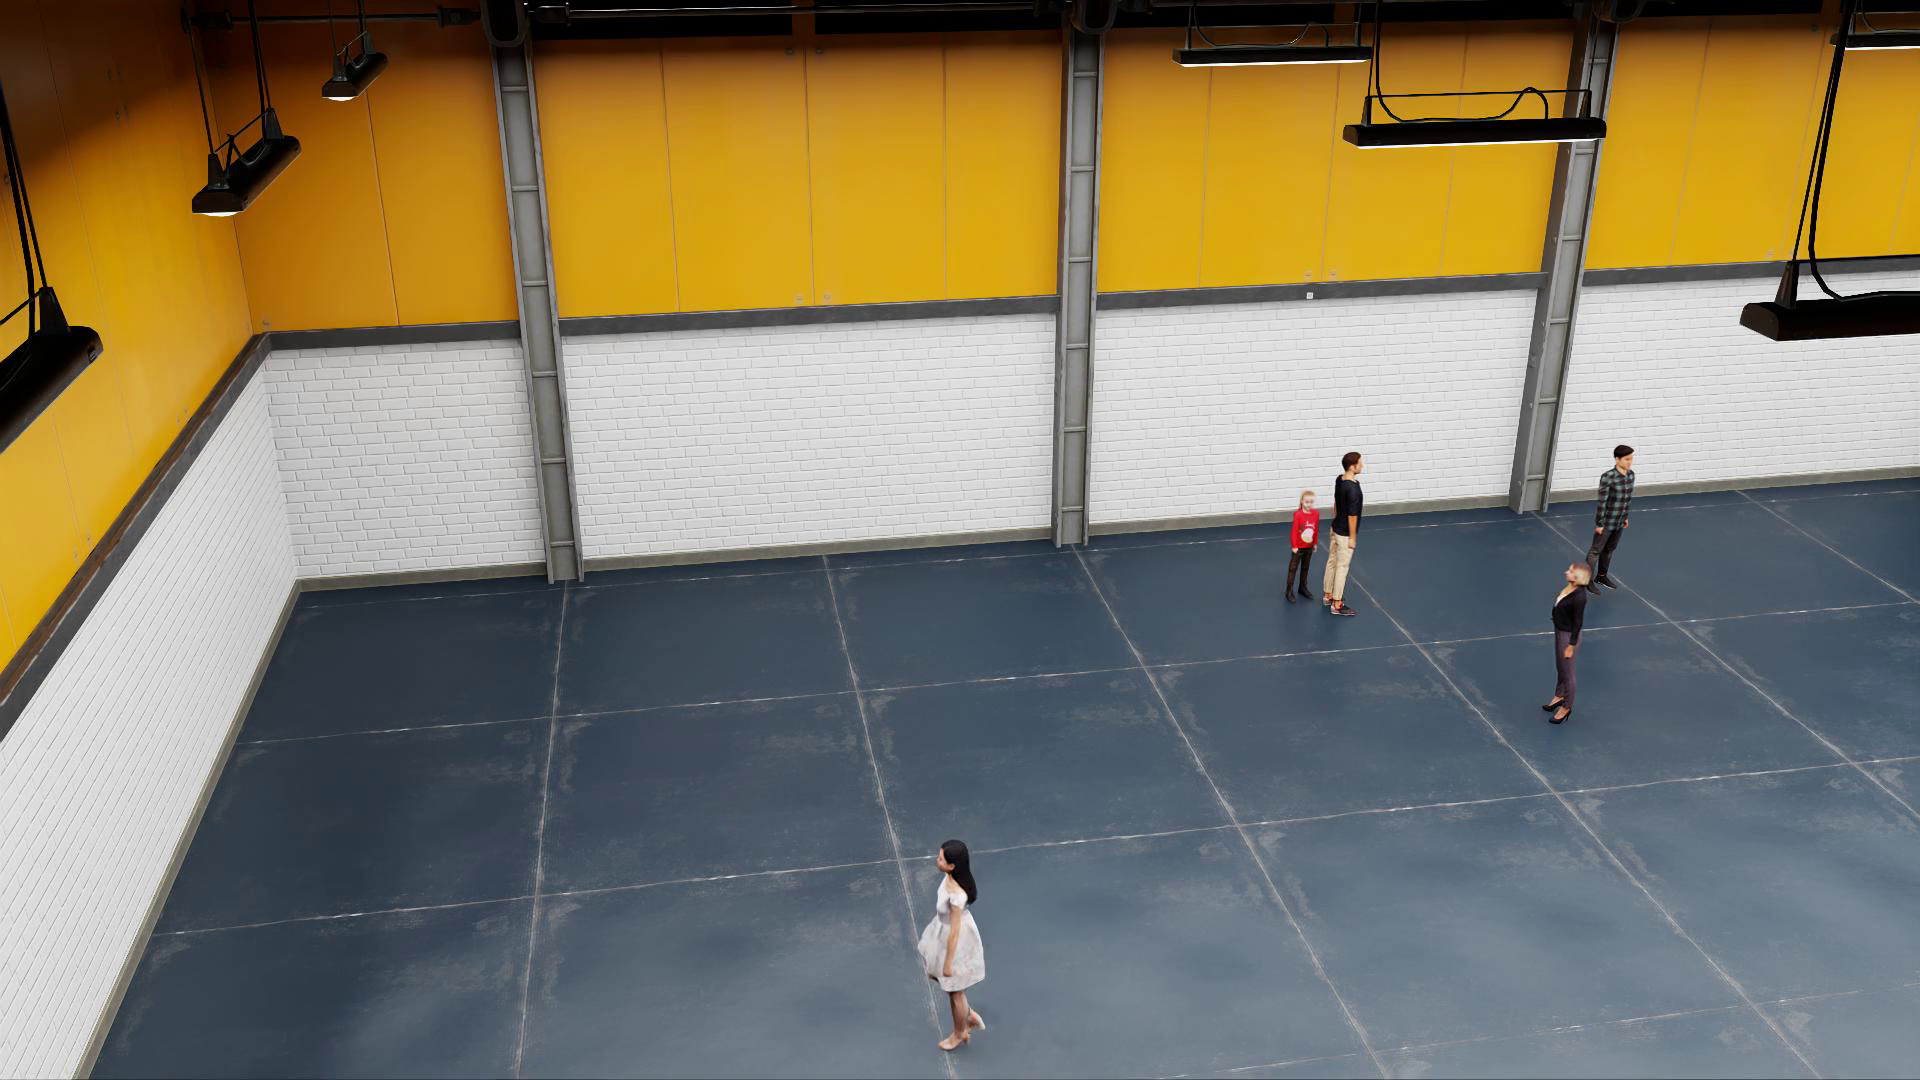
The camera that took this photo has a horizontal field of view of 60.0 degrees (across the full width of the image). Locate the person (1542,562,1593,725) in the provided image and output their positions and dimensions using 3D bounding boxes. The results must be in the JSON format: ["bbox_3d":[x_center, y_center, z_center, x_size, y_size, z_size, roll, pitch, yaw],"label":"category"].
[{"bbox_3d":[5.861,0.974,15.991,0.636,1.672,0.657,4,24,8],"label":"person"}]

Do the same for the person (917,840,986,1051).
[{"bbox_3d":[0.049,2.844,11.593,0.744,1.767,0.686,0,24,-1],"label":"person"}]

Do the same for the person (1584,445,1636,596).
[{"bbox_3d":[7.182,-0.261,18.367,0.609,1.713,0.766,-12,27,-26],"label":"person"}]

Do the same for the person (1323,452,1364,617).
[{"bbox_3d":[4.202,-0.098,18.210,0.531,1.858,0.636,-3,24,-7],"label":"person"}]

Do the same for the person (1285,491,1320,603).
[{"bbox_3d":[3.837,0.048,18.597,0.479,1.280,0.596,-9,25,-20],"label":"person"}]
